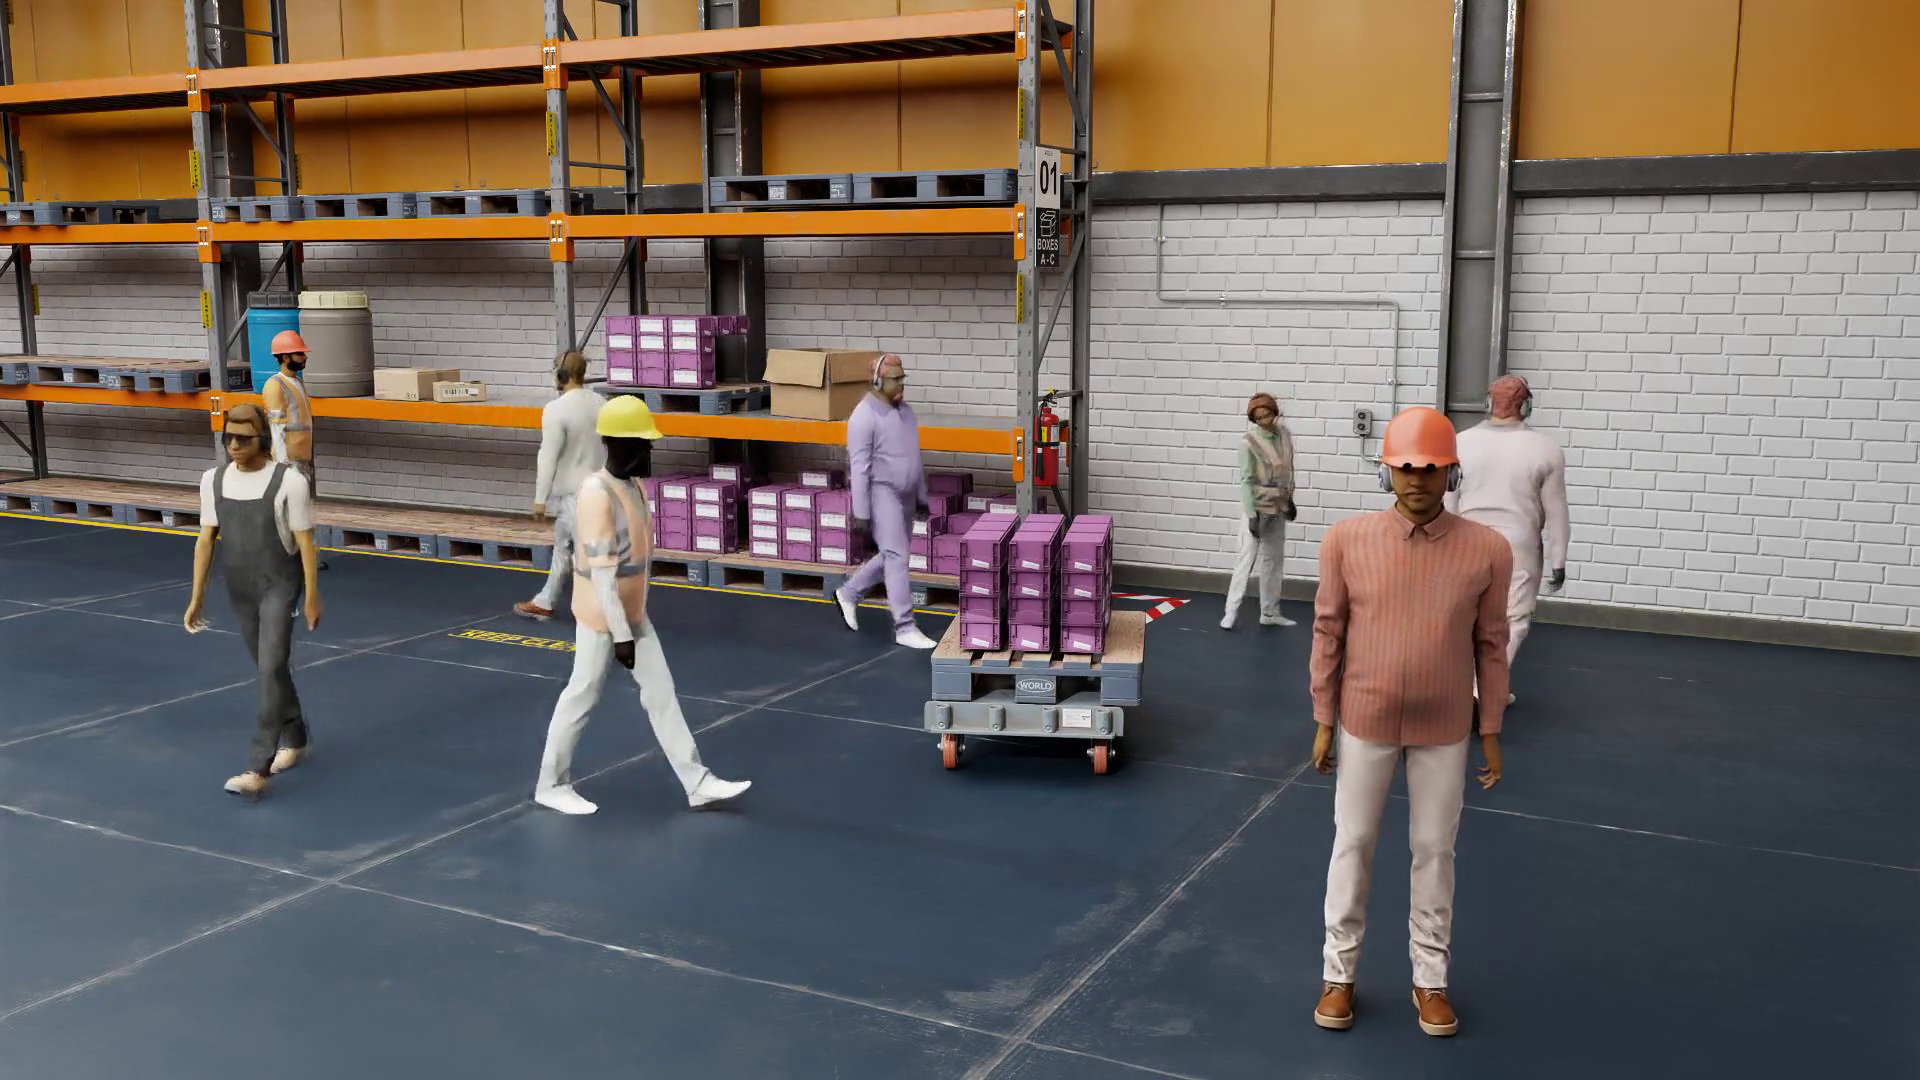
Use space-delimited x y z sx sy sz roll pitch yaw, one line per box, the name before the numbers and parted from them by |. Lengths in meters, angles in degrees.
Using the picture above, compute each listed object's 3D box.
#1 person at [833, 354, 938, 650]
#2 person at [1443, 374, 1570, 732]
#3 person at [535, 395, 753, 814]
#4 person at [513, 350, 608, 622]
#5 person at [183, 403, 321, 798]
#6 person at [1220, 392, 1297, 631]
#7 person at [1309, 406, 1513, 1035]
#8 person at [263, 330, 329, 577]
person | -0.499 -0.262 10.738 0.829 1.883 0.643 5 10 26
person | 2.861 0.060 8.799 0.653 1.875 0.902 7 12 37
person | -1.454 0.307 7.285 1.001 1.869 0.609 2 9 11
person | -2.608 -0.329 11.170 1.009 1.885 0.647 4 10 21
person | -3.292 0.272 7.707 0.527 1.798 0.909 2 9 11
person | 2.016 -0.183 11.108 0.617 1.616 0.348 -9 13 -43
person | 1.411 0.574 5.249 0.612 1.996 0.388 2 9 11
person | -5.256 -0.680 13.145 0.347 1.942 0.548 0 9 -2
